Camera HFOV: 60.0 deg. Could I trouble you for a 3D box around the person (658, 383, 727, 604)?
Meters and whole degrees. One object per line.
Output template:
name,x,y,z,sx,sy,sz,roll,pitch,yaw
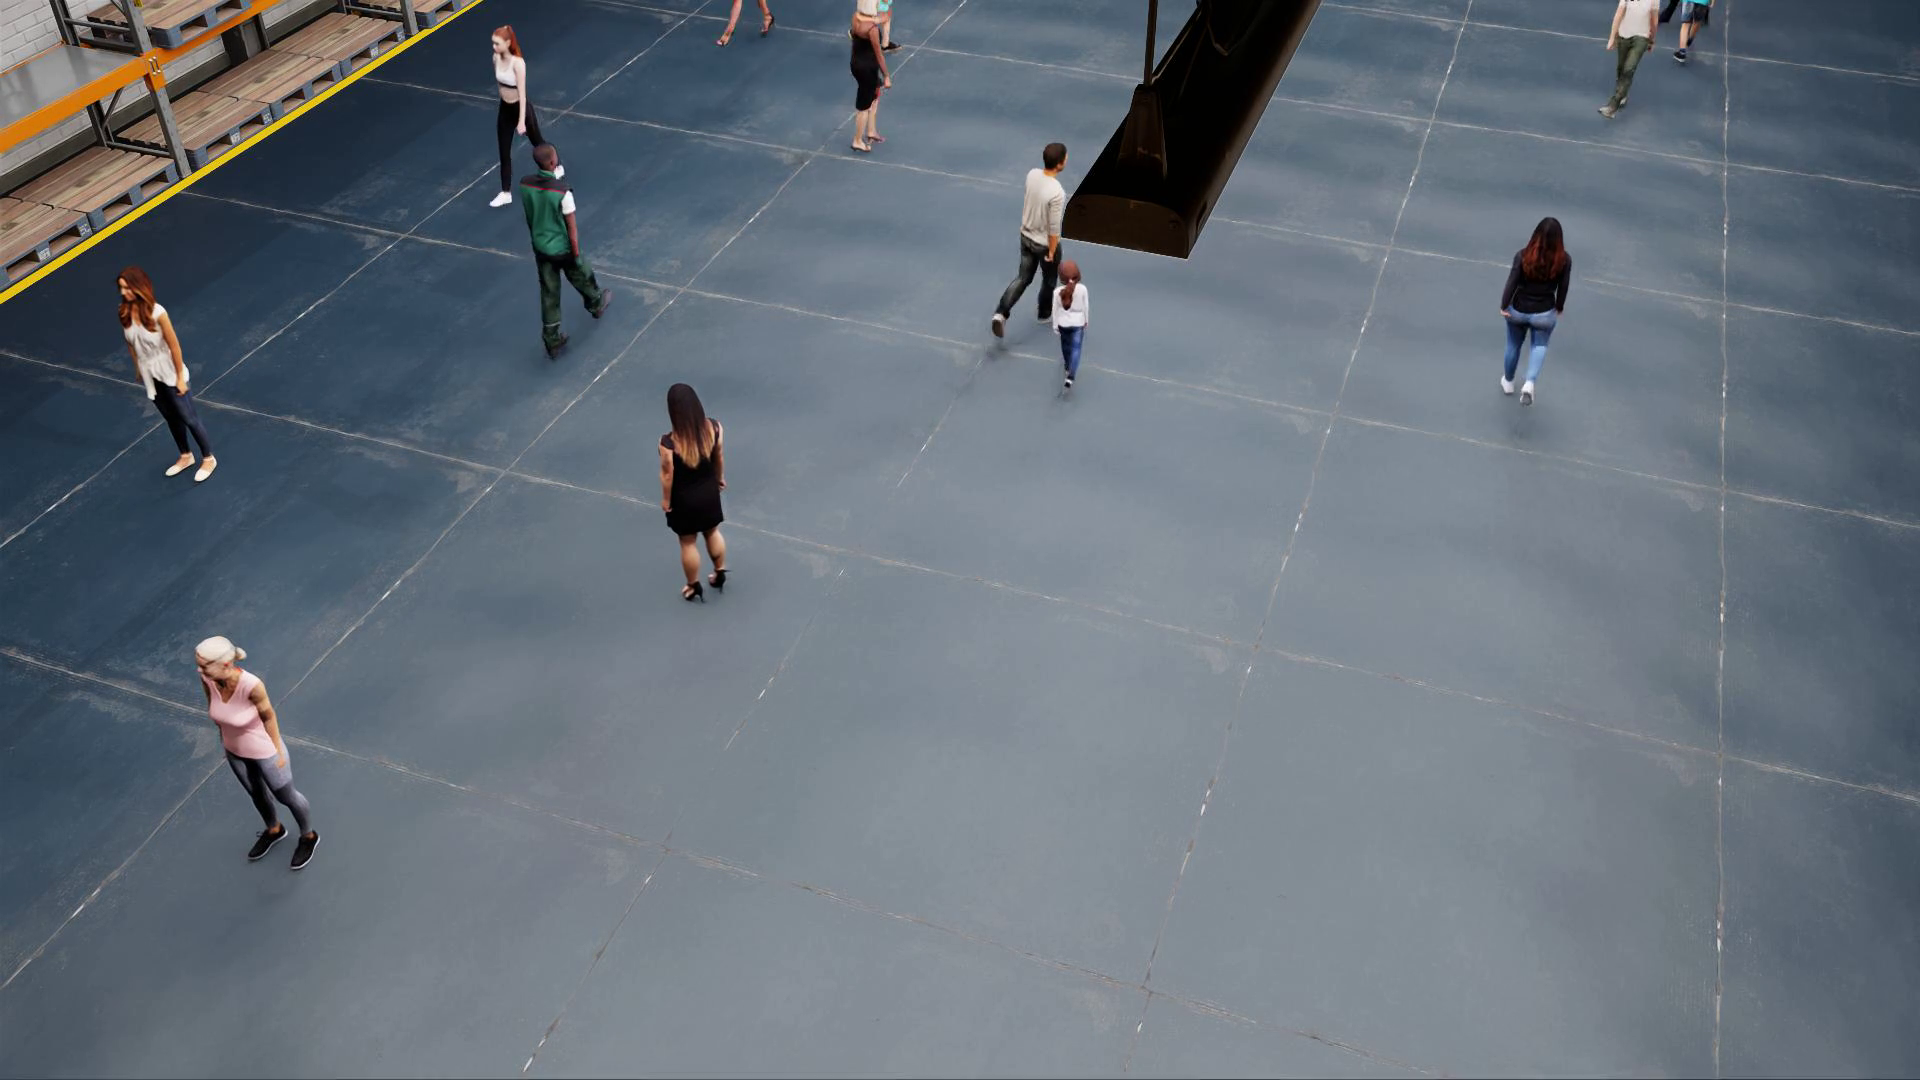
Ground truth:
person,-1.802,-0.296,11.339,0.690,1.709,0.806,-30,47,-32

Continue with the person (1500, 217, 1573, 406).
person,4.582,-1.792,13.284,0.699,1.619,0.885,8,39,10

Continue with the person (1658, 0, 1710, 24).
person,8.867,-6.997,19.652,0.946,1.805,1.045,0,39,0

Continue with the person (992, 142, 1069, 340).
person,0.605,-2.491,14.035,0.982,1.774,1.184,31,48,33

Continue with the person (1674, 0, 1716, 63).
person,8.386,-6.150,18.907,0.574,1.411,0.951,10,40,13

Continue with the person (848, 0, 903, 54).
person,-0.994,-6.298,18.986,0.869,1.543,0.892,-6,39,-8

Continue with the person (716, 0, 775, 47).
person,-2.441,-6.652,19.251,1.187,1.766,0.927,-31,48,-33

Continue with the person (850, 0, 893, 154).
person,-1.034,-4.728,16.874,0.843,1.726,0.787,-20,43,-23

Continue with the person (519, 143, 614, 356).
person,-3.421,-2.392,13.902,0.729,1.784,1.158,14,41,17

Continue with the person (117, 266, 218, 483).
person,-5.961,-1.250,12.472,0.586,1.784,0.505,13,40,15

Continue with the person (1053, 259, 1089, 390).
person,0.916,-1.767,13.673,0.574,1.093,0.808,4,39,5

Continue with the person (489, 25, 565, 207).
person,-4.220,-4.148,16.176,0.831,1.691,1.243,25,45,28

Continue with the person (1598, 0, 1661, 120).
person,7.210,-5.349,17.750,0.782,1.603,1.165,19,42,22

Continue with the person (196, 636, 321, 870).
person,-4.019,1.176,9.484,0.562,1.723,0.510,12,40,14
